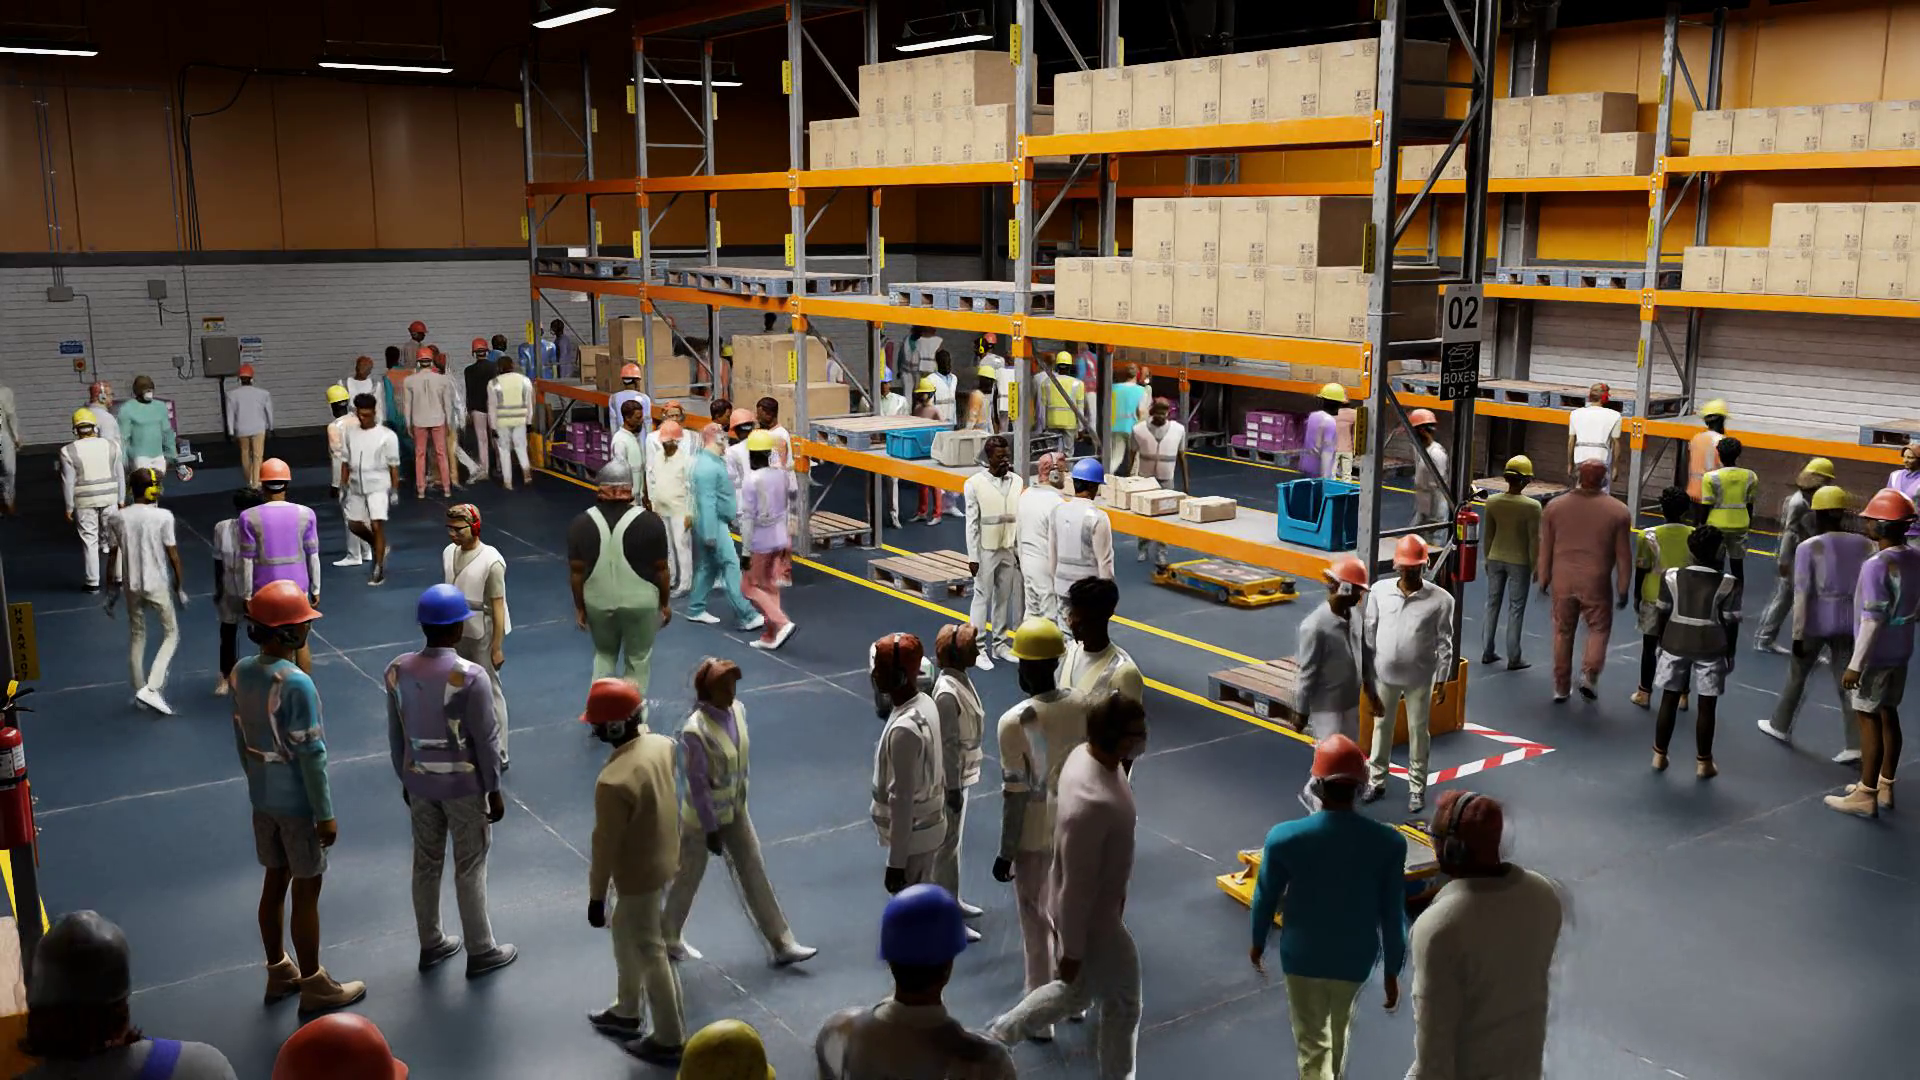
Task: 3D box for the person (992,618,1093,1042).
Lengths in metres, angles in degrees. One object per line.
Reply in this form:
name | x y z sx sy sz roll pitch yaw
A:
person | 0.363 1.297 7.507 0.386 1.926 0.591 11 15 44

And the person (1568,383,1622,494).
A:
person | 7.082 -0.834 18.630 0.564 1.842 0.392 7 13 34

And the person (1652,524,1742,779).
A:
person | 4.860 0.736 10.994 0.543 1.691 0.318 8 13 34

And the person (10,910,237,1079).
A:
person | -2.212 1.890 4.181 0.800 2.000 0.538 -9 14 -39

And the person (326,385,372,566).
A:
person | -6.496 -0.675 17.616 0.383 1.921 0.585 2 11 12

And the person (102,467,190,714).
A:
person | -6.092 0.385 12.392 0.631 1.849 0.496 0 11 -2

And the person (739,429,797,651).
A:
person | -1.625 0.021 14.053 0.497 1.914 0.604 6 13 29

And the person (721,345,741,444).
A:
person | -3.514 -2.109 25.444 0.487 1.735 0.338 2 11 10

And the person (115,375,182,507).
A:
person | -9.187 -0.915 18.863 0.499 1.916 0.623 4 12 22

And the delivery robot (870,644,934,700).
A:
delivery robot | -0.443 0.952 12.552 0.477 0.478 0.707 -3 11 -17

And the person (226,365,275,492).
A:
person | -9.499 -1.481 22.293 0.566 1.709 0.887 -3 11 -15

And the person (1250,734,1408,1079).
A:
person | 1.441 1.603 6.502 0.557 1.710 0.881 -1 11 -7

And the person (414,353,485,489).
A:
person | -6.999 -1.635 22.717 0.896 1.857 0.573 -3 11 -14

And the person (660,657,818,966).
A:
person | -1.158 1.345 8.133 0.877 1.590 0.526 5 12 25

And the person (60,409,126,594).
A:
person | -8.511 -0.378 16.347 0.403 1.823 0.586 10 15 42

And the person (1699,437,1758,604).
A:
person | 7.020 -0.101 15.264 0.529 1.692 0.321 -1 11 -4

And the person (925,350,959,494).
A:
person | -0.243 -1.582 22.267 0.387 1.917 0.592 8 14 36

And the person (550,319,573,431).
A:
person | -6.889 -2.858 28.777 0.368 1.933 0.628 -3 11 -14

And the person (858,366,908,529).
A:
person | -0.906 -1.088 19.659 0.602 1.948 0.387 -2 11 -12

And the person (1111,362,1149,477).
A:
person | 2.158 -1.406 21.653 0.585 1.816 0.834 8 14 36

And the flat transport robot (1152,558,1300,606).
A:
flat transport robot | 2.602 0.395 16.372 0.652 0.197 1.431 -7 13 -33

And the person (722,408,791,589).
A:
person | -1.983 -0.320 15.928 0.615 1.866 0.971 -5 12 -26

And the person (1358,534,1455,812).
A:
person | 2.773 0.820 10.387 0.562 1.754 0.325 6 13 29

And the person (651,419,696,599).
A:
person | -2.804 -0.304 16.152 0.573 1.748 0.341 8 14 37

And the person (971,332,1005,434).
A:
person | 0.436 -2.214 25.473 0.545 1.930 0.386 3 12 17

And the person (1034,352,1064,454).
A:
person | 1.265 -1.707 23.156 0.542 1.822 0.610 5 12 24

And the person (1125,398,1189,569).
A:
person | 2.074 -0.606 17.568 0.705 1.792 0.846 0 11 2

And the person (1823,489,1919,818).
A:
person | 5.662 0.697 10.278 0.605 2.045 0.377 -8 14 -36

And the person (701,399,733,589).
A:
person | -2.413 -0.457 16.544 0.414 1.906 0.600 -1 11 -5

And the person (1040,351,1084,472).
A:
person | 1.353 -1.535 22.041 0.582 1.919 0.404 2 11 9

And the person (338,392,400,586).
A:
person | -5.966 -0.538 16.832 0.635 1.944 0.596 2 11 9

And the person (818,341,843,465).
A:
person | -1.966 -2.040 24.791 0.504 1.847 0.345 2 11 8

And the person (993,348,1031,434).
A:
person | 0.729 -1.811 23.660 0.561 1.836 0.392 4 12 19

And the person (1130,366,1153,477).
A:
person | 2.518 -1.606 23.143 0.288 1.625 0.502 9 14 39

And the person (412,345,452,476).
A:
person | -7.444 -1.818 23.551 0.574 1.887 0.355 -6 13 -29

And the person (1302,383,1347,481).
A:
person | 3.939 -0.748 18.021 0.609 1.902 0.597 -3 11 -14

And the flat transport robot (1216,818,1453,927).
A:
flat transport robot | 2.185 1.812 9.120 1.431 0.197 0.652 -5 12 -25

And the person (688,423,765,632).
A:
person | -2.096 -0.123 14.975 0.774 1.851 0.686 -2 11 -9

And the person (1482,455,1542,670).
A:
person | 4.529 0.183 13.650 0.337 1.761 0.524 -8 14 -36

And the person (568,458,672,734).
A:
person | -2.366 0.414 11.731 0.679 2.000 0.540 1 11 3

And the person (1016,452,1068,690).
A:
person | 0.693 0.268 12.826 0.402 1.906 0.652 -5 12 -26

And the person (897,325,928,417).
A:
person | -0.836 -3.011 29.965 0.674 1.774 0.945 2 11 9

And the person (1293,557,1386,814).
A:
person | 2.210 0.938 9.885 0.561 1.711 0.569 -11 15 -43

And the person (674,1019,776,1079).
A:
person | -0.606 2.037 4.227 0.490 1.732 0.324 8 14 36
